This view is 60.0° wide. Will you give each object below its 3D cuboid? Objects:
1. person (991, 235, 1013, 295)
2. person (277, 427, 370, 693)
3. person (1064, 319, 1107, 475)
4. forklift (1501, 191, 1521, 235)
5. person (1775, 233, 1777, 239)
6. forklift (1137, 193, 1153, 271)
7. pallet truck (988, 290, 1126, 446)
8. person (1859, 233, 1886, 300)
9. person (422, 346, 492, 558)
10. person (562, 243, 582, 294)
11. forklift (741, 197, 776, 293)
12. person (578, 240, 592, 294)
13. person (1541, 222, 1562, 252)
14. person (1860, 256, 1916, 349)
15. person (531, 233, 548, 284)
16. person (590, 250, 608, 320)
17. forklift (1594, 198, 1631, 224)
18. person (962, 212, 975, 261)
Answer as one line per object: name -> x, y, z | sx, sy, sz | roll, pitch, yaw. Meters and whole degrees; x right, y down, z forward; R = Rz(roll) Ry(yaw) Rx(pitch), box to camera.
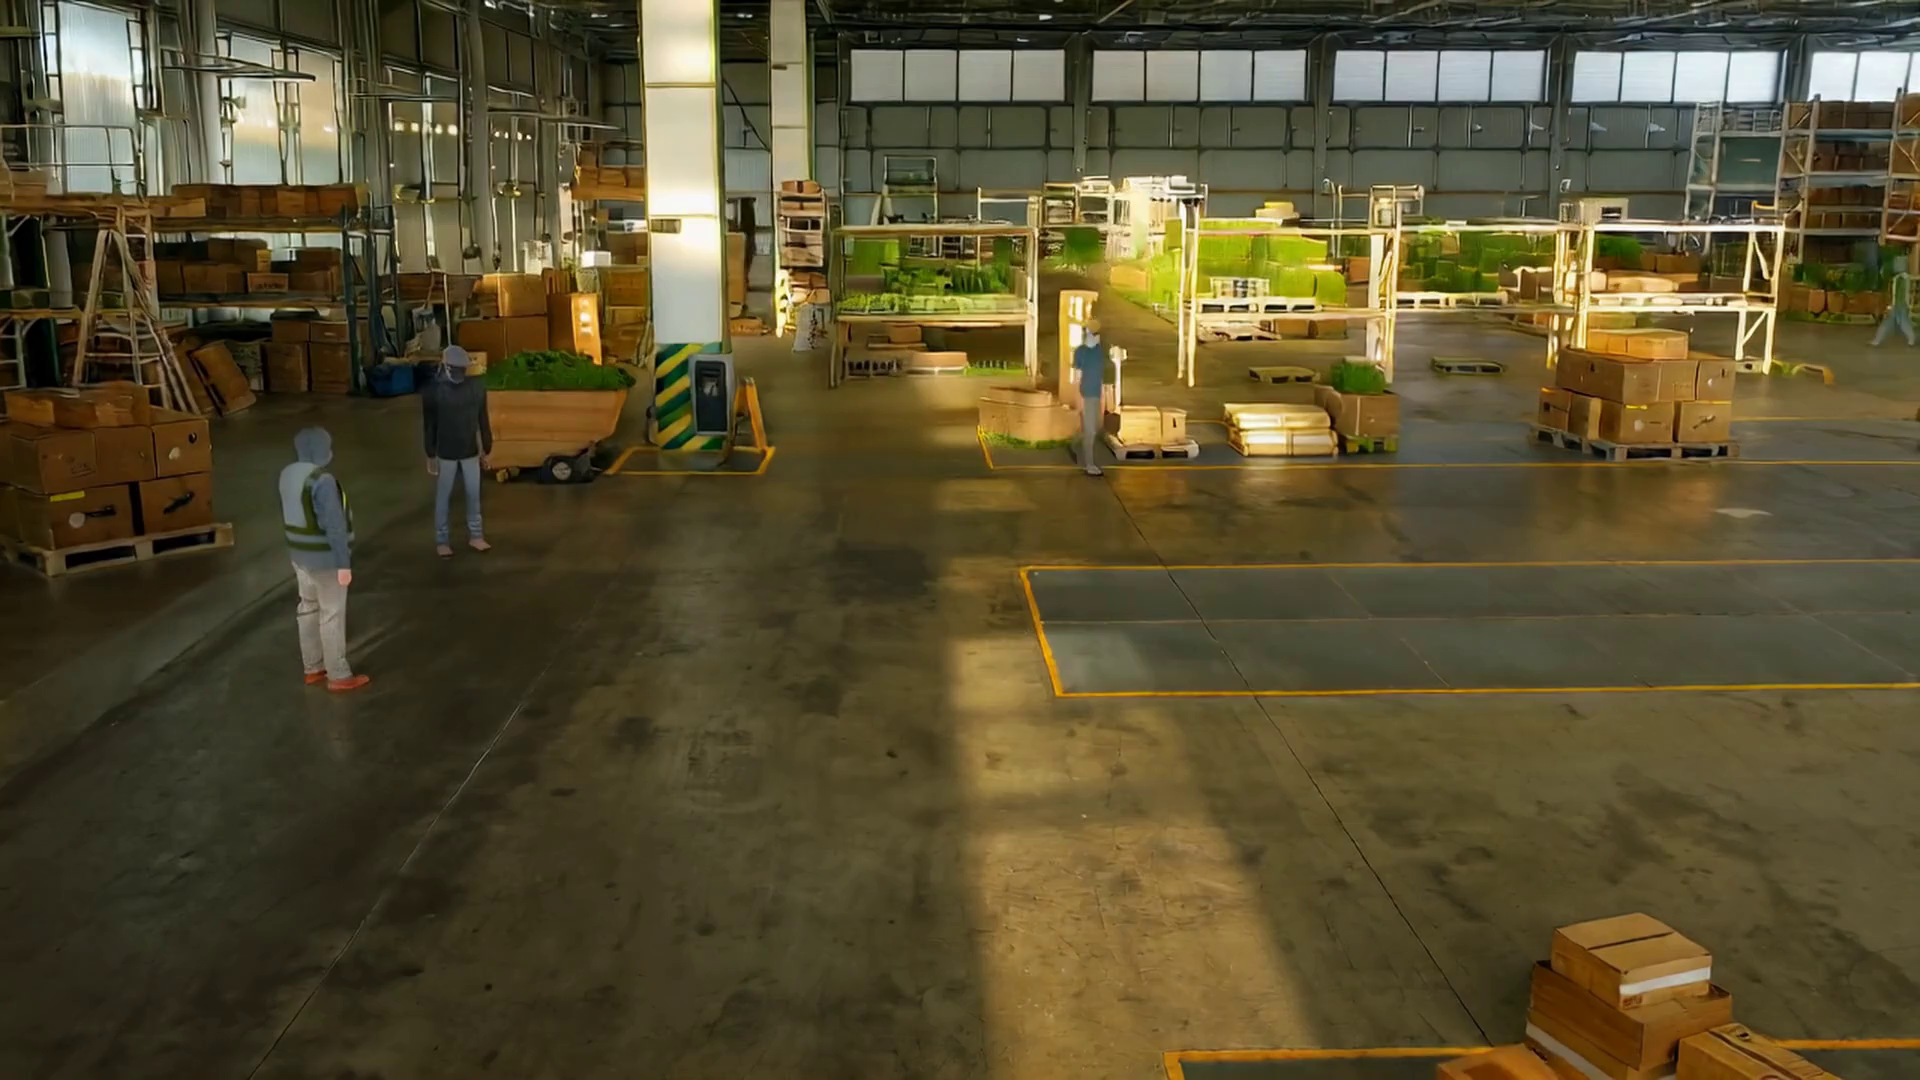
person -> 1.233, -8.104, 48.486 | 0.647, 1.927, 0.565 | -4, 13, -15
person -> -4.402, 0.132, 11.491 | 0.634, 1.842, 0.429 | 9, 16, 37
person -> 1.514, -1.713, 19.807 | 0.581, 1.849, 0.533 | 11, 17, 41
forklift -> 20.786, -11.780, 62.906 | 1.873, 2.768, 1.129 | 0, 12, -2
person -> 29.340, -10.445, 59.712 | 0.515, 1.636, 0.314 | 6, 14, 27
forklift -> 6.283, -10.460, 56.949 | 1.873, 2.768, 1.129 | 0, 12, -2
pallet truck -> 1.257, -2.299, 22.111 | 1.885, 1.965, 0.823 | -9, 15, -35
person -> 25.695, -7.700, 46.847 | 0.643, 1.877, 0.978 | -1, 13, -4
person -> -4.653, -0.814, 15.468 | 0.629, 1.981, 0.435 | -9, 15, -34
person -> -9.386, -6.266, 40.369 | 0.509, 1.844, 0.329 | -4, 13, -17
forklift -> -6.139, -8.606, 48.577 | 1.873, 2.768, 1.129 | 0, 12, -2
person -> -9.232, -6.459, 41.150 | 0.583, 1.882, 0.337 | 1, 13, 3
person -> 19.098, -9.274, 53.665 | 0.648, 1.963, 0.746 | 4, 13, 17
person -> 19.015, -4.824, 33.826 | 1.019, 1.863, 0.612 | 7, 14, 30
person -> -13.543, -9.073, 53.607 | 0.532, 1.587, 0.873 | -2, 13, -7
person -> -8.659, -6.104, 39.933 | 0.497, 1.718, 0.767 | 1, 13, 6
forklift -> 18.227, -8.203, 46.757 | 1.129, 2.768, 1.873 | 12, 17, 43
person -> 0.361, -12.242, 67.129 | 0.547, 1.942, 0.351 | 4, 13, 19
